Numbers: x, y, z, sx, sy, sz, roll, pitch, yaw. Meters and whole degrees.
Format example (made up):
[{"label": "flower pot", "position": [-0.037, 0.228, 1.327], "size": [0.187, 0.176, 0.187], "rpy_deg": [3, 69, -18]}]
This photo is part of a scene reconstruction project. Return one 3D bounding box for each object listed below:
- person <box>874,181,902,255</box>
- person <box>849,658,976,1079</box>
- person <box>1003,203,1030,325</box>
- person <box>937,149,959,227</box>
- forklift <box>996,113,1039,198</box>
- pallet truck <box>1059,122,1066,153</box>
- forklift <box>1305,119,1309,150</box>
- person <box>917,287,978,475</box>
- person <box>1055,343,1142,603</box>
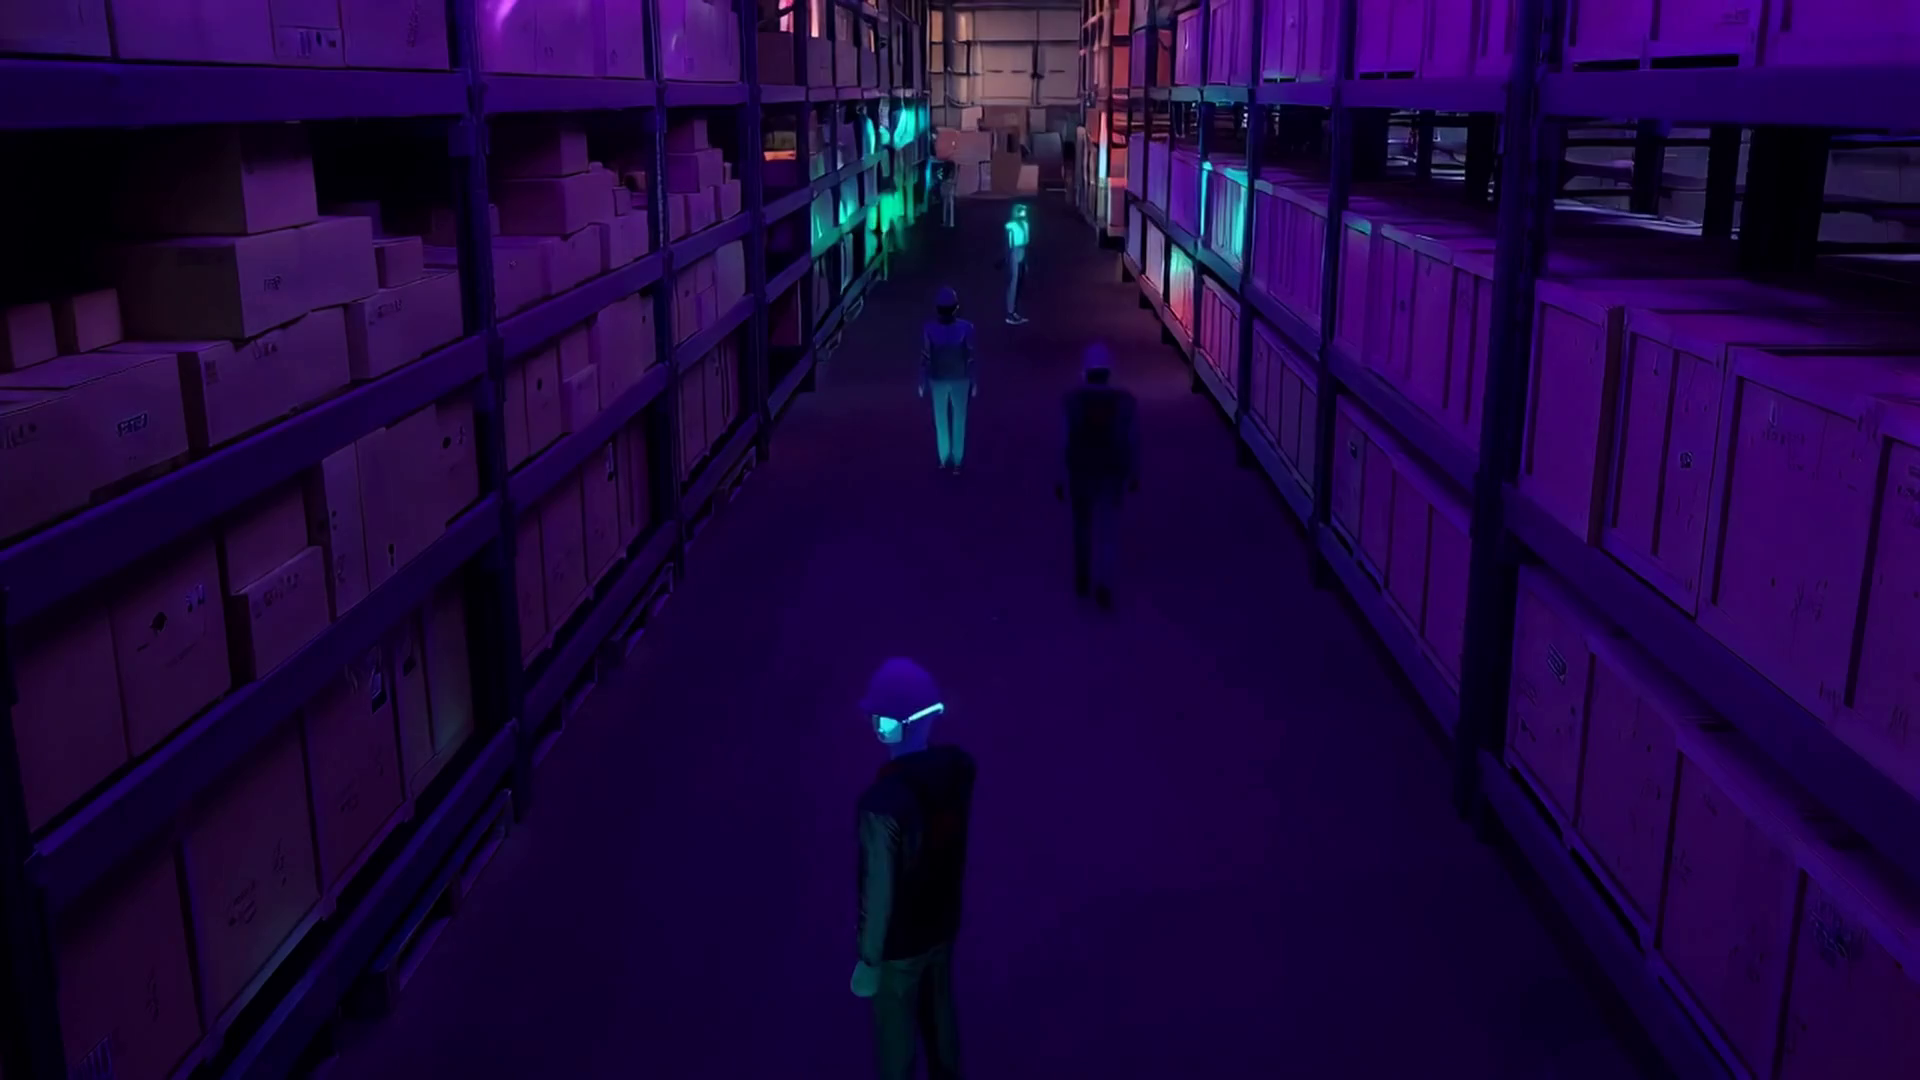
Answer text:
[{"label": "person", "position": [-1.588, -7.051, 36.430], "size": [0.561, 1.609, 0.524], "rpy_deg": [-3, 15, -12]}, {"label": "person", "position": [-0.176, 1.222, 5.379], "size": [0.330, 1.750, 0.572], "rpy_deg": [9, 18, 31]}, {"label": "person", "position": [0.864, -4.255, 25.583], "size": [0.374, 1.843, 0.575], "rpy_deg": [8, 17, 26]}, {"label": "person", "position": [-0.336, -9.331, 44.098], "size": [0.610, 2.042, 0.396], "rpy_deg": [-6, 16, -22]}, {"label": "forklift", "position": [1.690, -13.063, 56.394], "size": [1.873, 2.768, 1.129], "rpy_deg": [-11, 18, -35]}, {"label": "pallet truck", "position": [5.788, -21.111, 88.014], "size": [1.885, 1.965, 0.823], "rpy_deg": [5, 16, 18]}, {"label": "forklift", "position": [8.999, -9.599, 43.506], "size": [1.873, 2.768, 1.129], "rpy_deg": [0, 15, 2]}, {"label": "person", "position": [-0.124, -1.459, 15.406], "size": [0.551, 1.727, 0.858], "rpy_deg": [2, 15, 6]}, {"label": "person", "position": [0.973, -0.496, 11.718], "size": [0.617, 1.785, 0.920], "rpy_deg": [0, 15, 1]}]
